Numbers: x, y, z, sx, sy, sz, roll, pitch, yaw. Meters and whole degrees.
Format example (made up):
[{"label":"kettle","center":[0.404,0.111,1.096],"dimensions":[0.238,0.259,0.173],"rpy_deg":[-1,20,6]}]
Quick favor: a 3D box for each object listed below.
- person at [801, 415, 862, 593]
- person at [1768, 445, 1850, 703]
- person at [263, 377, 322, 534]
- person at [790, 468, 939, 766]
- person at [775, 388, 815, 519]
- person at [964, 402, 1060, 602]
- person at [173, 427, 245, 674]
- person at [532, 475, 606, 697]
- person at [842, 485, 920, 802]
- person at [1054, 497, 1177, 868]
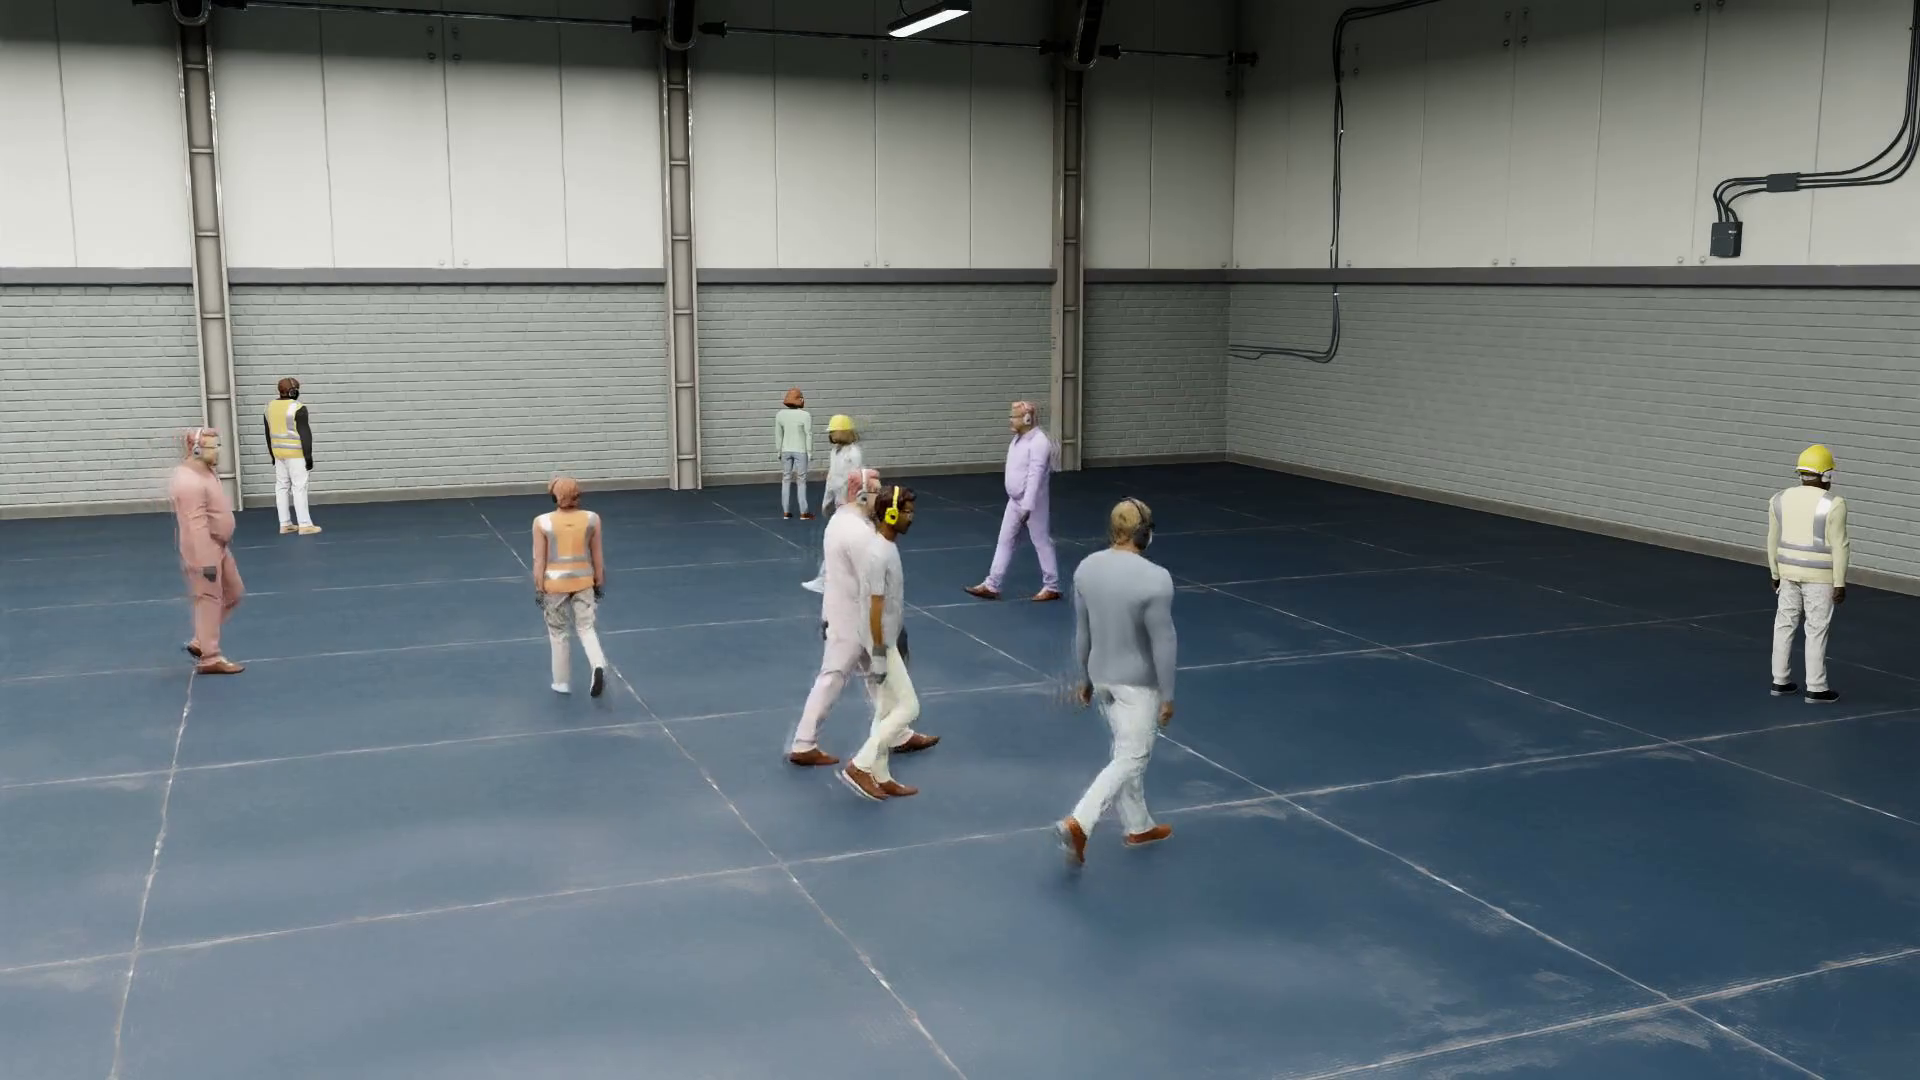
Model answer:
[{"label":"person","center":[-1.185,-0.340,15.894],"dimensions":[0.886,1.695,0.501],"rpy_deg":[-5,10,-30]},{"label":"person","center":[6.055,0.239,11.855],"dimensions":[0.403,1.837,0.588],"rpy_deg":[-5,10,-29]},{"label":"person","center":[-7.835,-0.984,19.517],"dimensions":[0.624,1.845,0.430],"rpy_deg":[4,10,24]},{"label":"person","center":[-0.627,0.481,10.306],"dimensions":[0.973,1.851,0.628],"rpy_deg":[-2,9,-9]},{"label":"person","center":[-2.056,-1.070,20.708],"dimensions":[0.498,1.633,0.284],"rpy_deg":[4,10,22]},{"label":"person","center":[0.524,-0.335,15.358],"dimensions":[0.943,1.863,0.662],"rpy_deg":[-4,10,-24]},{"label":"person","center":[-5.677,0.091,12.594],"dimensions":[0.427,1.894,0.681],"rpy_deg":[-2,9,-14]},{"label":"person","center":[-2.777,0.343,11.884],"dimensions":[0.517,1.617,0.631],"rpy_deg":[-5,10,-30]},{"label":"person","center":[-0.403,0.598,9.571],"dimensions":[0.383,1.850,0.517],"rpy_deg":[-1,9,-7]},{"label":"person","center":[0.810,0.731,8.544],"dimensions":[0.870,1.912,0.640],"rpy_deg":[-8,12,-39]}]
